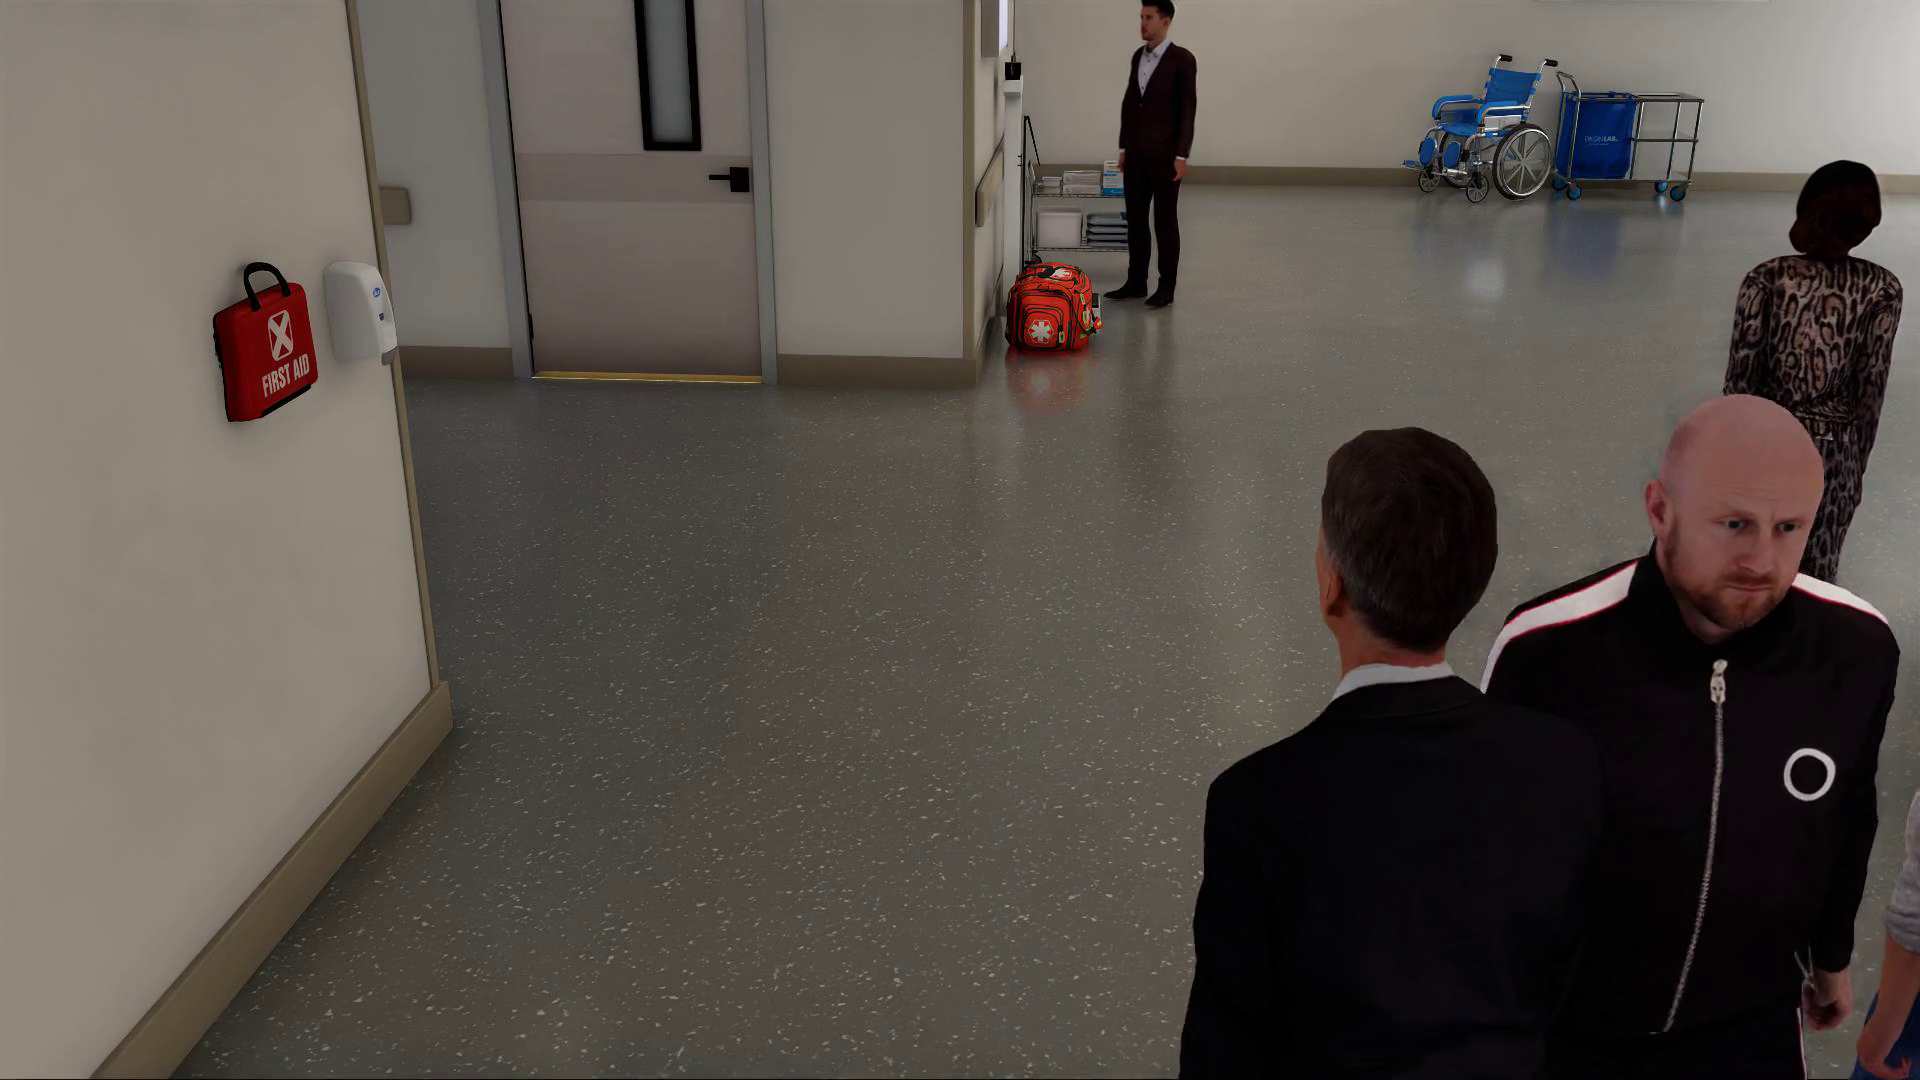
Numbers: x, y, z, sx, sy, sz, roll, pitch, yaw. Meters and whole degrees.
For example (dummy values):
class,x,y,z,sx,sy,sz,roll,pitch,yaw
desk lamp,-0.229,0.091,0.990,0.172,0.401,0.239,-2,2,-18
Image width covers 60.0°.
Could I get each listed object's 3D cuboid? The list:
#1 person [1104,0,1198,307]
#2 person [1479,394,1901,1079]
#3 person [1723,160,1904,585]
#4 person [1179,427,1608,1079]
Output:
class,x,y,z,sx,sy,sz,roll,pitch,yaw
person,1.197,-2.399,10.272,0.821,1.865,0.781,-19,28,-41
person,0.956,0.634,2.358,0.767,1.798,0.801,5,21,14
person,2.345,-0.208,4.700,0.621,1.714,0.621,6,22,16
person,0.534,0.773,2.003,0.797,1.790,1.014,-3,21,-7
